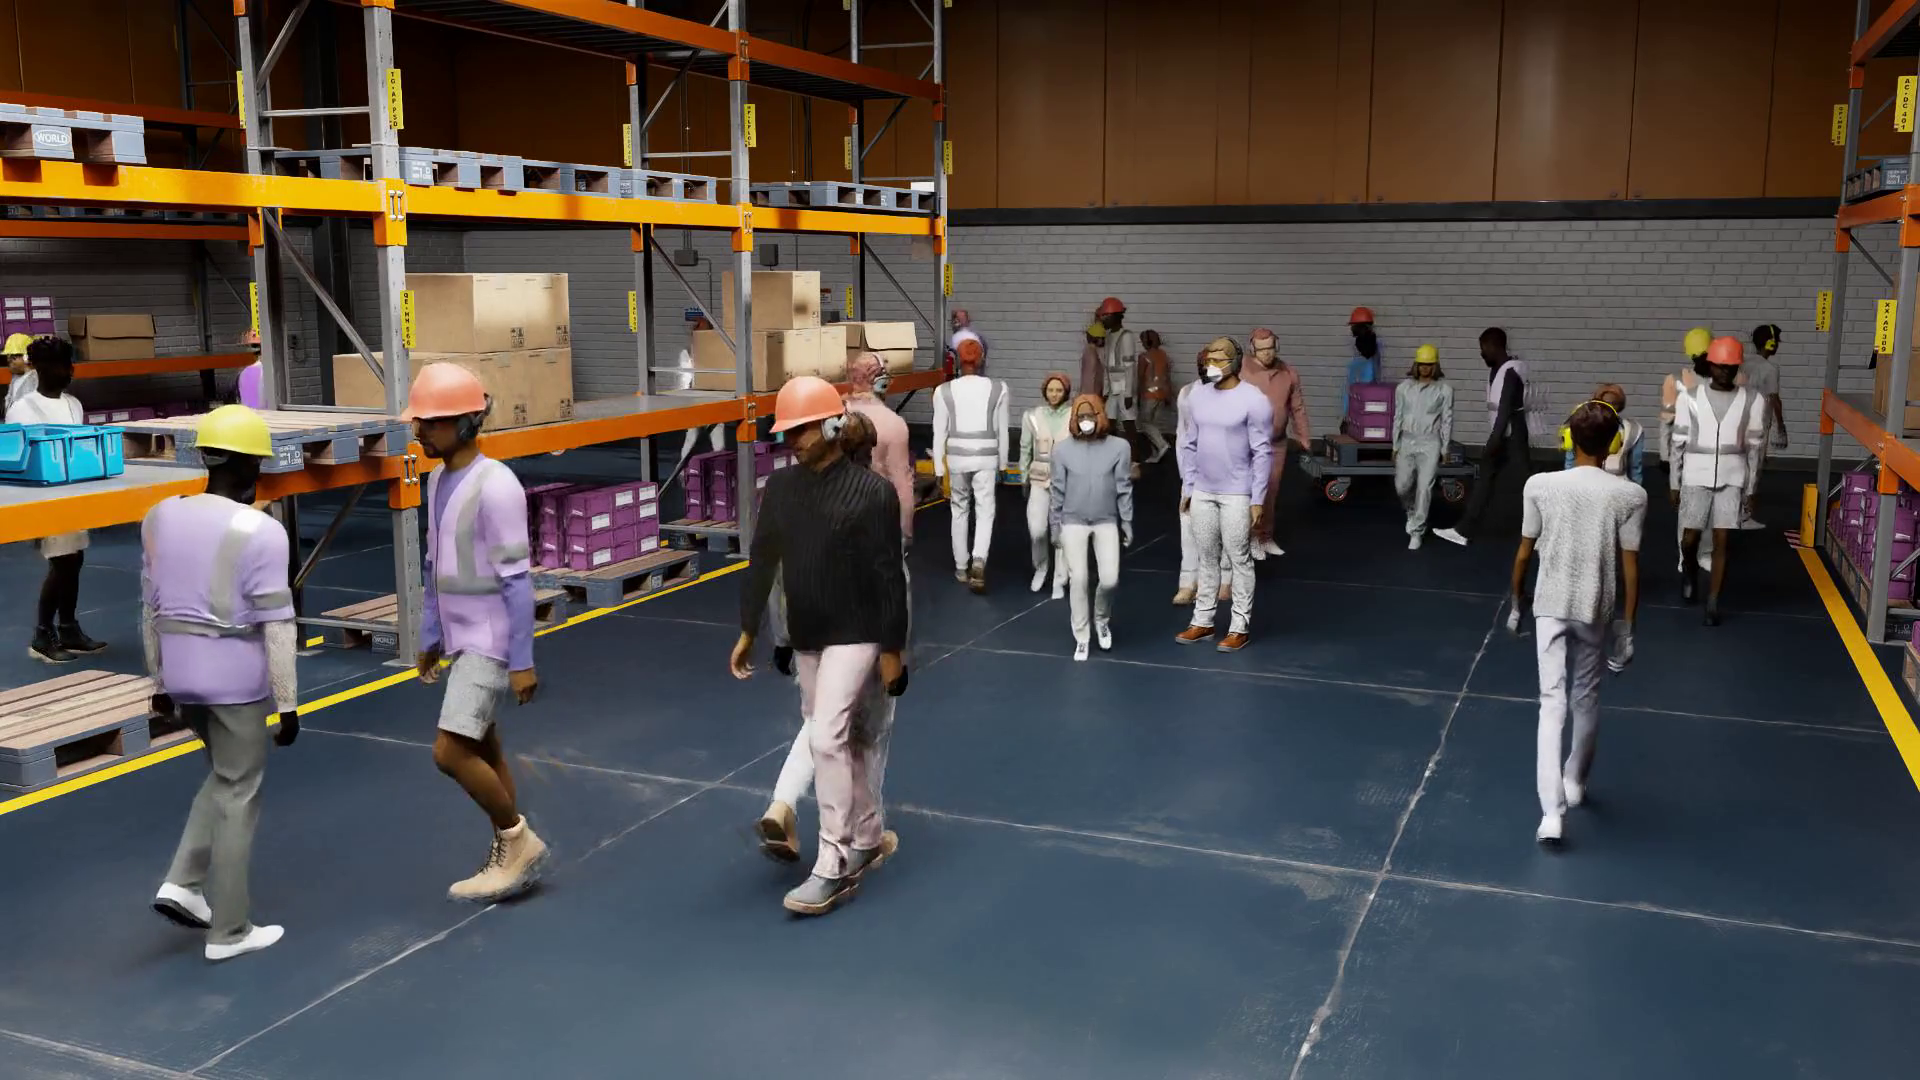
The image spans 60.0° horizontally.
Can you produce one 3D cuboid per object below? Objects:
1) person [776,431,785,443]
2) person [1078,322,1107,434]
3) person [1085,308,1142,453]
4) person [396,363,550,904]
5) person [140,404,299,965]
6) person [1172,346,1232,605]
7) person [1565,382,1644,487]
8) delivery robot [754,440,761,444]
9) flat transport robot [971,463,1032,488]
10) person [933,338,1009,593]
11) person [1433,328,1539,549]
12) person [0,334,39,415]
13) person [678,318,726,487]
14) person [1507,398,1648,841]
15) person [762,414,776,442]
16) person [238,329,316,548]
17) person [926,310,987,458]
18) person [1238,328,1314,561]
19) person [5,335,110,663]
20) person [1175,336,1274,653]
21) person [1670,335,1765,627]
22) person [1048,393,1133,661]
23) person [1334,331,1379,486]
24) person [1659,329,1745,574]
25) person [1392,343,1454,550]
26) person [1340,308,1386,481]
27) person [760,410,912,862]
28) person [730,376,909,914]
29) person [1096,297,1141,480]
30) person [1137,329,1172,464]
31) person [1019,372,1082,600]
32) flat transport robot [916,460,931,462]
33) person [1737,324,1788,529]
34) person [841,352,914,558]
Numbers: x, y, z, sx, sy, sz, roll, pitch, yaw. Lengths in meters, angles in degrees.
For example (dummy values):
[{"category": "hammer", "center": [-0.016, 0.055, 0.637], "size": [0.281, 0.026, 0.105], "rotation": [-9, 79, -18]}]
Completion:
[{"category": "person", "center": [-2.041, -1.862, 20.441], "size": [0.535, 1.732, 0.782], "rotation": [4, 10, 22]}, {"category": "person", "center": [1.422, -1.616, 18.961], "size": [0.788, 1.735, 0.536], "rotation": [0, 9, -3]}, {"category": "person", "center": [1.731, -1.977, 20.823], "size": [1.039, 1.852, 0.649], "rotation": [1, 9, 7]}, {"category": "person", "center": [-1.785, 0.365, 6.088], "size": [0.462, 2.021, 0.633], "rotation": [-7, 12, -36]}, {"category": "person", "center": [-2.540, 0.486, 5.746], "size": [0.615, 1.893, 0.515], "rotation": [4, 10, 22]}, {"category": "person", "center": [1.760, -0.435, 11.573], "size": [0.640, 1.805, 0.802], "rotation": [4, 10, 23]}, {"category": "person", "center": [4.441, -0.316, 11.519], "size": [0.523, 1.588, 0.825], "rotation": [3, 10, 18]}, {"category": "delivery robot", "center": [-2.110, -0.791, 17.244], "size": [0.477, 0.478, 0.707], "rotation": [6, 11, 34]}, {"category": "flat transport robot", "center": [0.584, -0.707, 17.874], "size": [1.431, 0.197, 0.652], "rotation": [-1, 9, -6]}, {"category": "person", "center": [0.082, -0.554, 12.195], "size": [0.561, 1.851, 0.902], "rotation": [1, 9, 3]}, {"category": "person", "center": [4.556, -0.849, 13.990], "size": [0.976, 1.843, 0.576], "rotation": [0, 9, -3]}, {"category": "person", "center": [-7.954, -0.852, 14.152], "size": [0.613, 1.781, 0.918], "rotation": [7, 11, 35]}, {"category": "person", "center": [-2.715, -1.416, 17.480], "size": [0.595, 1.839, 1.010], "rotation": [-7, 12, -37]}, {"category": "person", "center": [2.579, 0.317, 6.987], "size": [0.514, 1.832, 0.967], "rotation": [3, 10, 15]}, {"category": "person", "center": [-2.260, -2.109, 21.345], "size": [0.813, 1.945, 0.656], "rotation": [0, 9, 2]}, {"category": "person", "center": [-5.705, -0.811, 13.569], "size": [0.555, 1.912, 0.823], "rotation": [8, 12, 39]}, {"category": "person", "center": [0.001, -1.780, 19.608], "size": [1.015, 1.842, 0.686], "rotation": [9, 13, 43]}, {"category": "person", "center": [2.464, -0.767, 13.436], "size": [0.689, 1.869, 0.619], "rotation": [-3, 10, -20]}, {"category": "person", "center": [-5.414, -0.248, 10.004], "size": [0.362, 1.965, 0.648], "rotation": [0, 9, 0]}, {"category": "person", "center": [1.627, -0.281, 10.252], "size": [0.378, 1.940, 0.628], "rotation": [-9, 13, -42]}, {"category": "person", "center": [5.031, -0.411, 11.096], "size": [0.549, 1.924, 0.630], "rotation": [4, 10, 23]}, {"category": "person", "center": [0.782, -0.074, 9.971], "size": [0.521, 1.614, 0.357], "rotation": [1, 9, 4]}, {"category": "person", "center": [4.215, -1.399, 17.777], "size": [0.574, 1.679, 0.535], "rotation": [0, 9, 0]}, {"category": "person", "center": [5.689, -0.671, 12.793], "size": [0.572, 1.884, 0.587], "rotation": [1, 9, 7]}, {"category": "person", "center": [3.907, -0.802, 14.039], "size": [0.496, 1.721, 0.557], "rotation": [5, 11, 28]}, {"category": "person", "center": [4.335, -1.598, 18.331], "size": [0.873, 1.899, 0.584], "rotation": [6, 11, 31]}, {"category": "person", "center": [-0.485, 0.408, 6.436], "size": [0.649, 1.819, 0.577], "rotation": [5, 11, 29]}, {"category": "person", "center": [-0.555, 0.380, 6.190], "size": [0.615, 1.952, 0.825], "rotation": [7, 12, 38]}, {"category": "person", "center": [1.734, -1.661, 18.400], "size": [0.504, 2.021, 0.608], "rotation": [-3, 10, -17]}, {"category": "person", "center": [2.325, -1.680, 19.667], "size": [0.557, 1.621, 0.479], "rotation": [-9, 13, -43]}, {"category": "person", "center": [0.678, -0.377, 11.771], "size": [0.526, 1.623, 0.362], "rotation": [1, 9, 8]}, {"category": "flat transport robot", "center": [-0.875, -0.735, 18.047], "size": [1.431, 0.197, 0.652], "rotation": [-2, 10, -9]}, {"category": "person", "center": [7.192, -1.003, 14.889], "size": [0.486, 1.852, 0.535], "rotation": [-2, 10, -11]}, {"category": "person", "center": [-0.543, -0.108, 9.359], "size": [0.667, 1.887, 0.497], "rotation": [7, 12, 37]}]
